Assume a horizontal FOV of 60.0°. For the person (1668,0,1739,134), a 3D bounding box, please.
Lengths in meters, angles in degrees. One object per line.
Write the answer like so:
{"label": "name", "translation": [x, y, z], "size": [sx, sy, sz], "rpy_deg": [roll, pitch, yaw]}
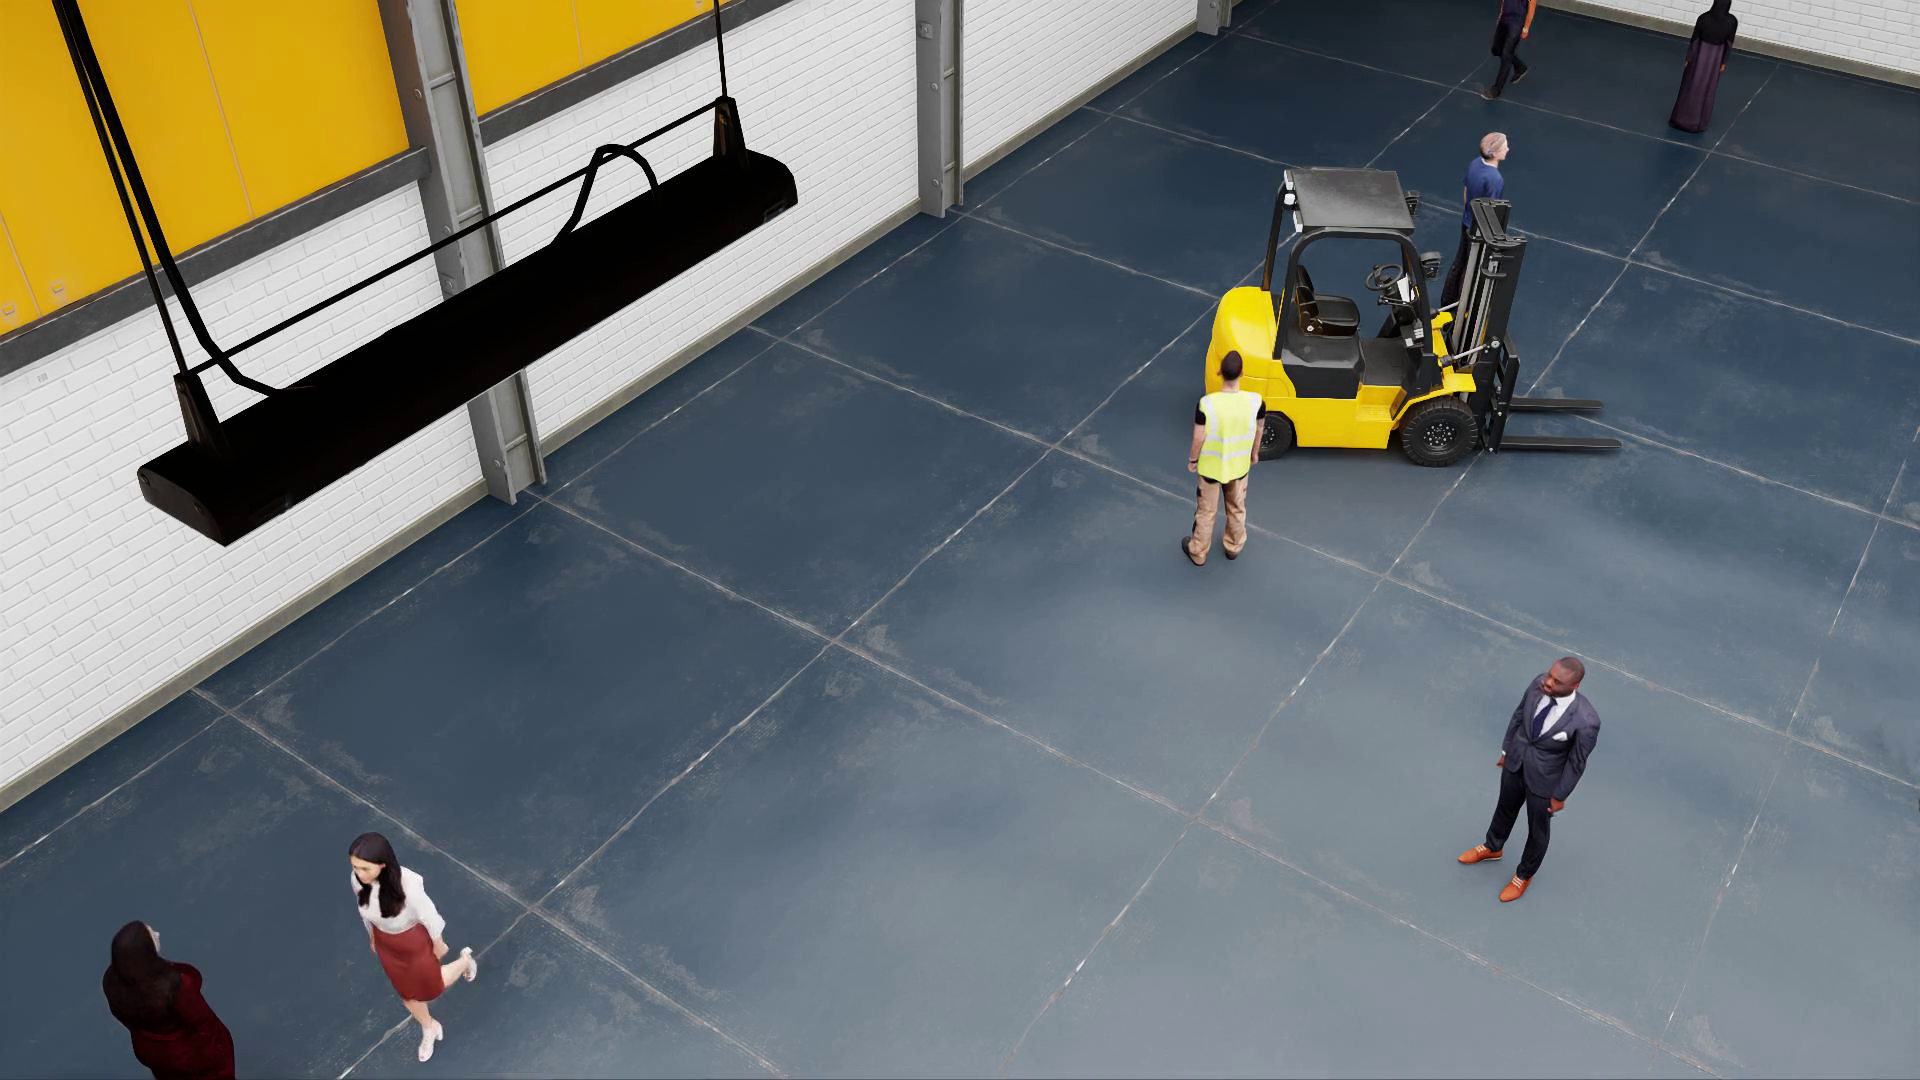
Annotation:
{"label": "person", "translation": [8.312, -5.358, 18.526], "size": [0.659, 1.615, 0.665], "rpy_deg": [13, 40, 16]}

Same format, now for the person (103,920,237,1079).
{"label": "person", "translation": [-3.986, 2.569, 8.487], "size": [0.761, 1.756, 0.759], "rpy_deg": [7, 39, 9]}

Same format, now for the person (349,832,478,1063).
{"label": "person", "translation": [-2.964, 2.143, 9.037], "size": [0.742, 1.735, 0.898], "rpy_deg": [13, 40, 15]}

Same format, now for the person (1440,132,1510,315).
{"label": "person", "translation": [4.722, -2.842, 15.170], "size": [0.776, 1.872, 0.727], "rpy_deg": [-8, 39, -9]}

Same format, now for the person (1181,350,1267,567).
{"label": "person", "translation": [1.961, -0.593, 12.375], "size": [0.855, 1.845, 0.914], "rpy_deg": [-6, 39, -7]}

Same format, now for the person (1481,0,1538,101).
{"label": "person", "translation": [6.445, -5.966, 19.154], "size": [1.029, 1.781, 0.923], "rpy_deg": [-13, 41, -16]}

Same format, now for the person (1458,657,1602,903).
{"label": "person", "translation": [3.437, 1.380, 9.921], "size": [0.765, 1.824, 0.780], "rpy_deg": [-20, 43, -23]}
